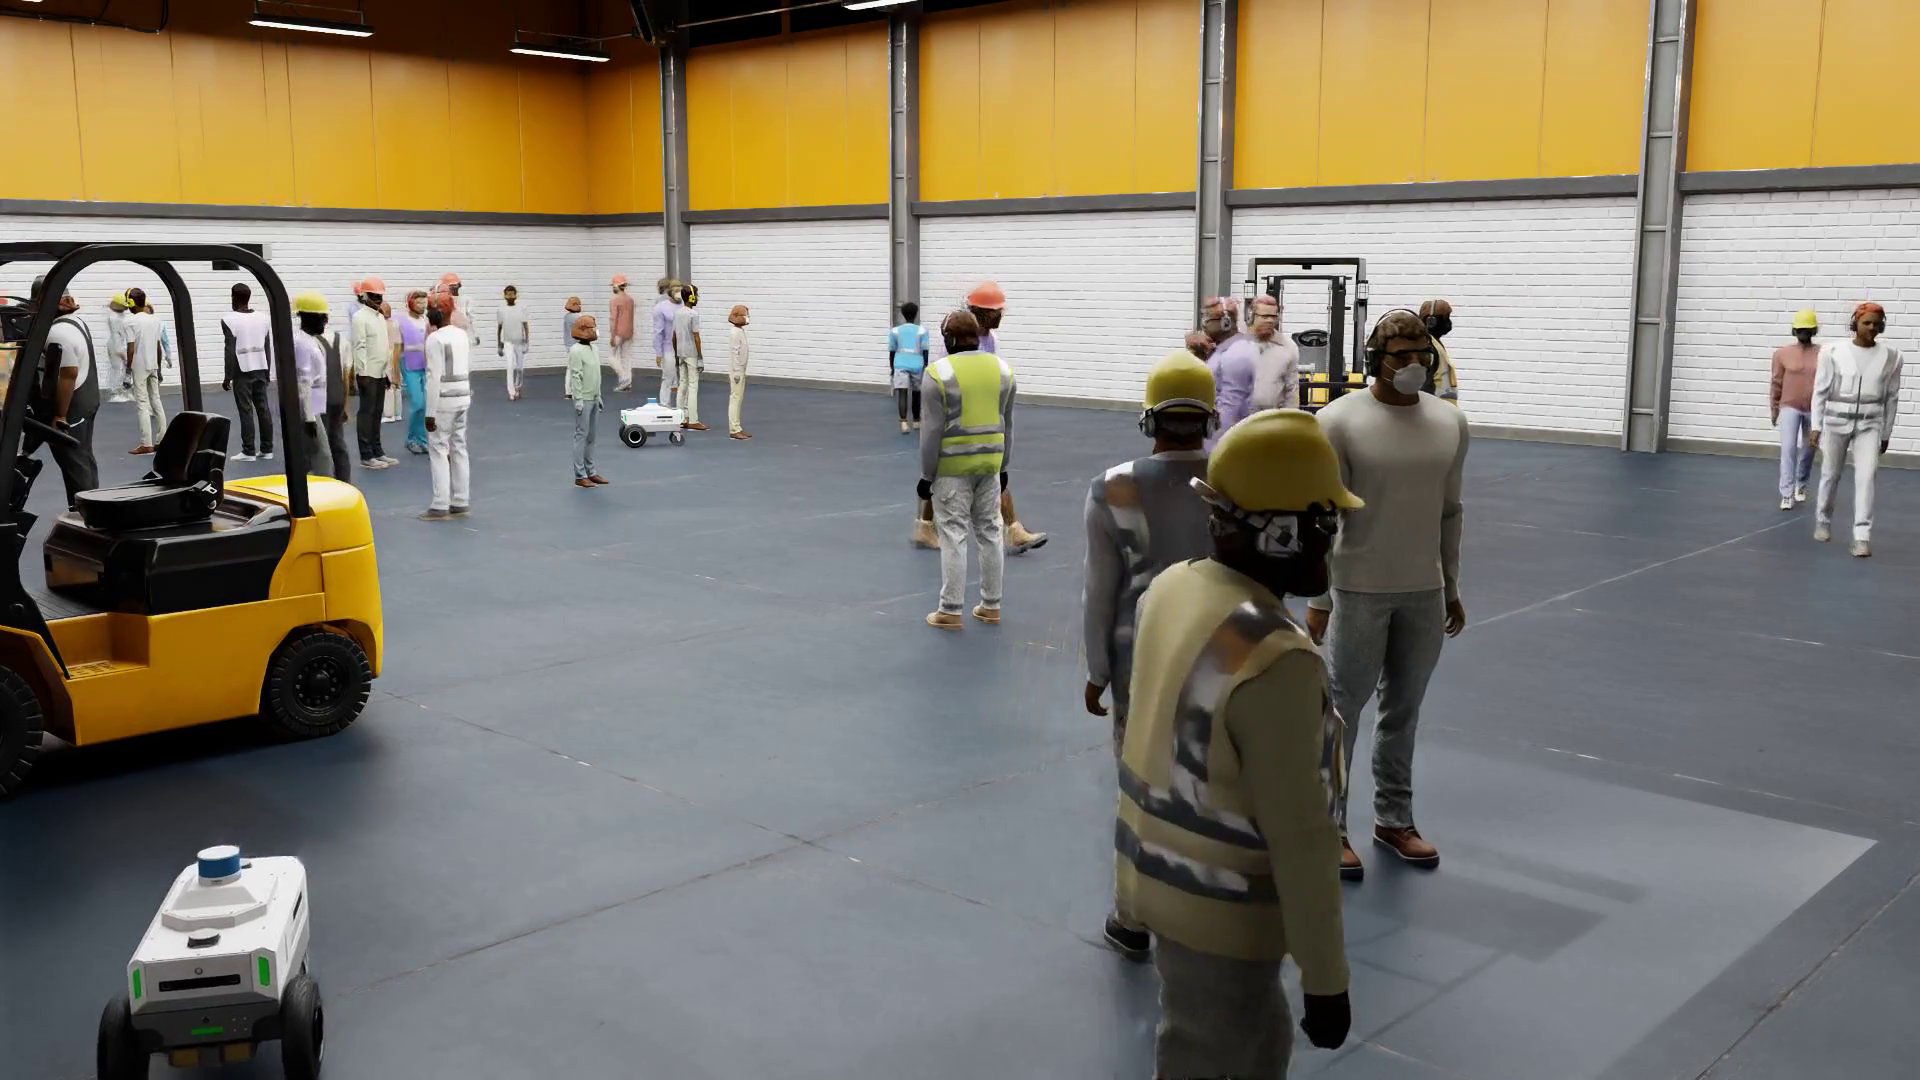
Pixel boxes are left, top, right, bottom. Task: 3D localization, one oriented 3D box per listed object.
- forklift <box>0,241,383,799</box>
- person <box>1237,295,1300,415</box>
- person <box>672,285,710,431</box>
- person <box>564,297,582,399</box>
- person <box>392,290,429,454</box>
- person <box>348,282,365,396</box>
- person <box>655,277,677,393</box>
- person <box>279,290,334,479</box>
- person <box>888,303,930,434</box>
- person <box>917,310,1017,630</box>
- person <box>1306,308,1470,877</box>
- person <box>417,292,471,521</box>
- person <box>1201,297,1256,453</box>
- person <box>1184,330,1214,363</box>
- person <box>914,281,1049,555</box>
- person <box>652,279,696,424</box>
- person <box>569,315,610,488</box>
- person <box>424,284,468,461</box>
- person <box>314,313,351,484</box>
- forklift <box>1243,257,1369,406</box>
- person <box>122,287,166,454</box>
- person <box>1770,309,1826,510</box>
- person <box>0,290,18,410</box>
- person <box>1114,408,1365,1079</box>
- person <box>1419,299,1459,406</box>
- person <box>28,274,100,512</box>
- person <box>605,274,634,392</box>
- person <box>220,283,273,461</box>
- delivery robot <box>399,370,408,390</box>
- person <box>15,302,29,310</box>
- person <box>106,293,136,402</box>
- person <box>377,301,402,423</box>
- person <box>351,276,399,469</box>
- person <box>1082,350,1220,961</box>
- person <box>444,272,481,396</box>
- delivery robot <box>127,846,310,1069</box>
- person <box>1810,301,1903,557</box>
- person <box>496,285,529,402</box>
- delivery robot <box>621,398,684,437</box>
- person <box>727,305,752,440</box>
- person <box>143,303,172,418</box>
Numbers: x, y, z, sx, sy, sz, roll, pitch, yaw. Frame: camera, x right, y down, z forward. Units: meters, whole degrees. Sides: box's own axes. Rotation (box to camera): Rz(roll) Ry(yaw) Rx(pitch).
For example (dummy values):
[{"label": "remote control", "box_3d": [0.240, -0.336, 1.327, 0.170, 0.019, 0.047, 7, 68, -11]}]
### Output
[{"label": "forklift", "box_3d": [-3.706, -0.171, 7.093, 1.214, 2.155, 2.313, 9, 13, 43]}, {"label": "person", "box_3d": [2.190, -0.864, 12.298, 0.660, 1.878, 0.666, -1, 9, -7]}, {"label": "person", "box_3d": [-3.483, -2.339, 21.380, 0.532, 1.868, 0.310, 8, 12, 42]}, {"label": "person", "box_3d": [-6.112, -3.032, 26.377, 0.323, 1.632, 0.525, -7, 11, -35]}, {"label": "person", "box_3d": [-6.031, -1.859, 18.527, 0.481, 1.830, 0.606, 5, 10, 26]}, {"label": "person", "box_3d": [-9.632, -3.232, 26.873, 0.841, 1.865, 0.591, 4, 10, 21]}, {"label": "person", "box_3d": [-4.876, -3.412, 27.746, 0.352, 1.938, 0.635, 3, 10, 20]}, {"label": "person", "box_3d": [-5.290, -1.060, 13.429, 0.756, 1.904, 0.615, -3, 10, -18]}, {"label": "person", "box_3d": [-0.646, -2.178, 21.070, 0.538, 1.649, 0.890, 1, 9, 5]}, {"label": "person", "box_3d": [0.021, -0.400, 9.592, 0.620, 1.838, 0.429, -6, 11, -31]}, {"label": "person", "box_3d": [1.458, 0.181, 5.713, 0.635, 1.937, 0.354, -3, 10, -19]}, {"label": "person", "box_3d": [-4.253, -1.101, 13.755, 0.384, 1.880, 0.589, 3, 10, 15]}, {"label": "person", "box_3d": [1.684, -0.635, 10.864, 0.435, 1.886, 0.665, 0, 9, 0]}, {"label": "person", "box_3d": [1.761, -0.718, 12.167, 0.506, 1.624, 0.533, 1, 9, 7]}, {"label": "person", "box_3d": [0.115, -0.867, 12.017, 1.108, 1.974, 0.640, 6, 11, 31]}, {"label": "person", "box_3d": [-3.739, -2.461, 21.914, 0.635, 1.937, 0.352, -7, 12, -37]}, {"label": "person", "box_3d": [-3.544, -1.321, 15.849, 0.278, 1.635, 0.506, 2, 9, 12]}, {"label": "person", "box_3d": [-5.583, -1.808, 18.016, 0.410, 1.906, 0.642, 1, 9, 9]}, {"label": "person", "box_3d": [-5.358, -1.124, 14.013, 0.340, 1.845, 0.513, 5, 10, 26]}, {"label": "forklift", "box_3d": [3.309, -1.629, 16.029, 1.214, 2.155, 2.313, 2, 9, 11]}, {"label": "person", "box_3d": [-9.142, -1.883, 18.603, 0.329, 1.865, 0.508, 3, 10, 19]}, {"label": "person", "box_3d": [7.373, -1.160, 14.572, 0.525, 1.733, 0.861, 4, 10, 22]}, {"label": "person", "box_3d": [-8.215, -1.158, 14.045, 0.596, 1.906, 0.518, -9, 13, -44]}, {"label": "person", "box_3d": [0.550, 0.664, 3.115, 0.661, 1.817, 0.640, -2, 9, -12]}, {"label": "person", "box_3d": [3.585, -0.915, 12.731, 0.430, 1.843, 0.625, 3, 10, 16]}, {"label": "person", "box_3d": [-6.835, -0.996, 12.621, 0.537, 2.000, 0.675, -3, 10, -16]}, {"label": "person", "box_3d": [-5.685, -3.447, 27.837, 0.445, 1.974, 0.644, 4, 10, 25]}, {"label": "person", "box_3d": [-7.698, -1.810, 17.985, 0.392, 1.920, 0.588, 5, 10, 26]}, {"label": "delivery robot", "box_3d": [-9.013, -2.618, 26.821, 0.477, 0.478, 0.707, -4, 10, -21]}, {"label": "person", "box_3d": [-11.163, -2.019, 19.974, 0.547, 1.679, 0.461, -8, 12, -41]}, {"label": "person", "box_3d": [-13.036, -2.977, 25.801, 0.524, 1.692, 0.539, -1, 9, -7]}, {"label": "person", "box_3d": [-7.733, -2.396, 22.423, 0.311, 1.642, 0.512, 1, 9, 8]}, {"label": "person", "box_3d": [-6.106, -1.741, 17.338, 0.392, 1.991, 0.612, 0, 9, 3]}, {"label": "person", "box_3d": [0.648, 0.353, 4.983, 0.590, 1.833, 0.404, -1, 9, -6]}, {"label": "person", "box_3d": [-8.094, -3.307, 26.898, 0.691, 2.007, 0.584, 5, 11, 30]}, {"label": "delivery robot", "box_3d": [-1.927, 1.046, 4.358, 0.477, 0.478, 0.707, -2, 10, -15]}, {"label": "person", "box_3d": [6.595, -0.841, 12.302, 0.585, 1.846, 0.966, 3, 10, 20]}, {"label": "person", "box_3d": [-7.038, -3.102, 26.195, 0.484, 1.830, 0.845, -3, 10, -18]}, {"label": "delivery robot", "box_3d": [-3.597, -1.418, 19.461, 0.707, 0.478, 0.477, -3, 10, -17]}, {"label": "person", "box_3d": [-2.689, -2.043, 20.279, 0.284, 1.633, 0.501, 0, 9, 3]}, {"label": "person", "box_3d": [-11.326, -2.510, 23.258, 0.534, 1.589, 0.857, -8, 12, -41]}]
